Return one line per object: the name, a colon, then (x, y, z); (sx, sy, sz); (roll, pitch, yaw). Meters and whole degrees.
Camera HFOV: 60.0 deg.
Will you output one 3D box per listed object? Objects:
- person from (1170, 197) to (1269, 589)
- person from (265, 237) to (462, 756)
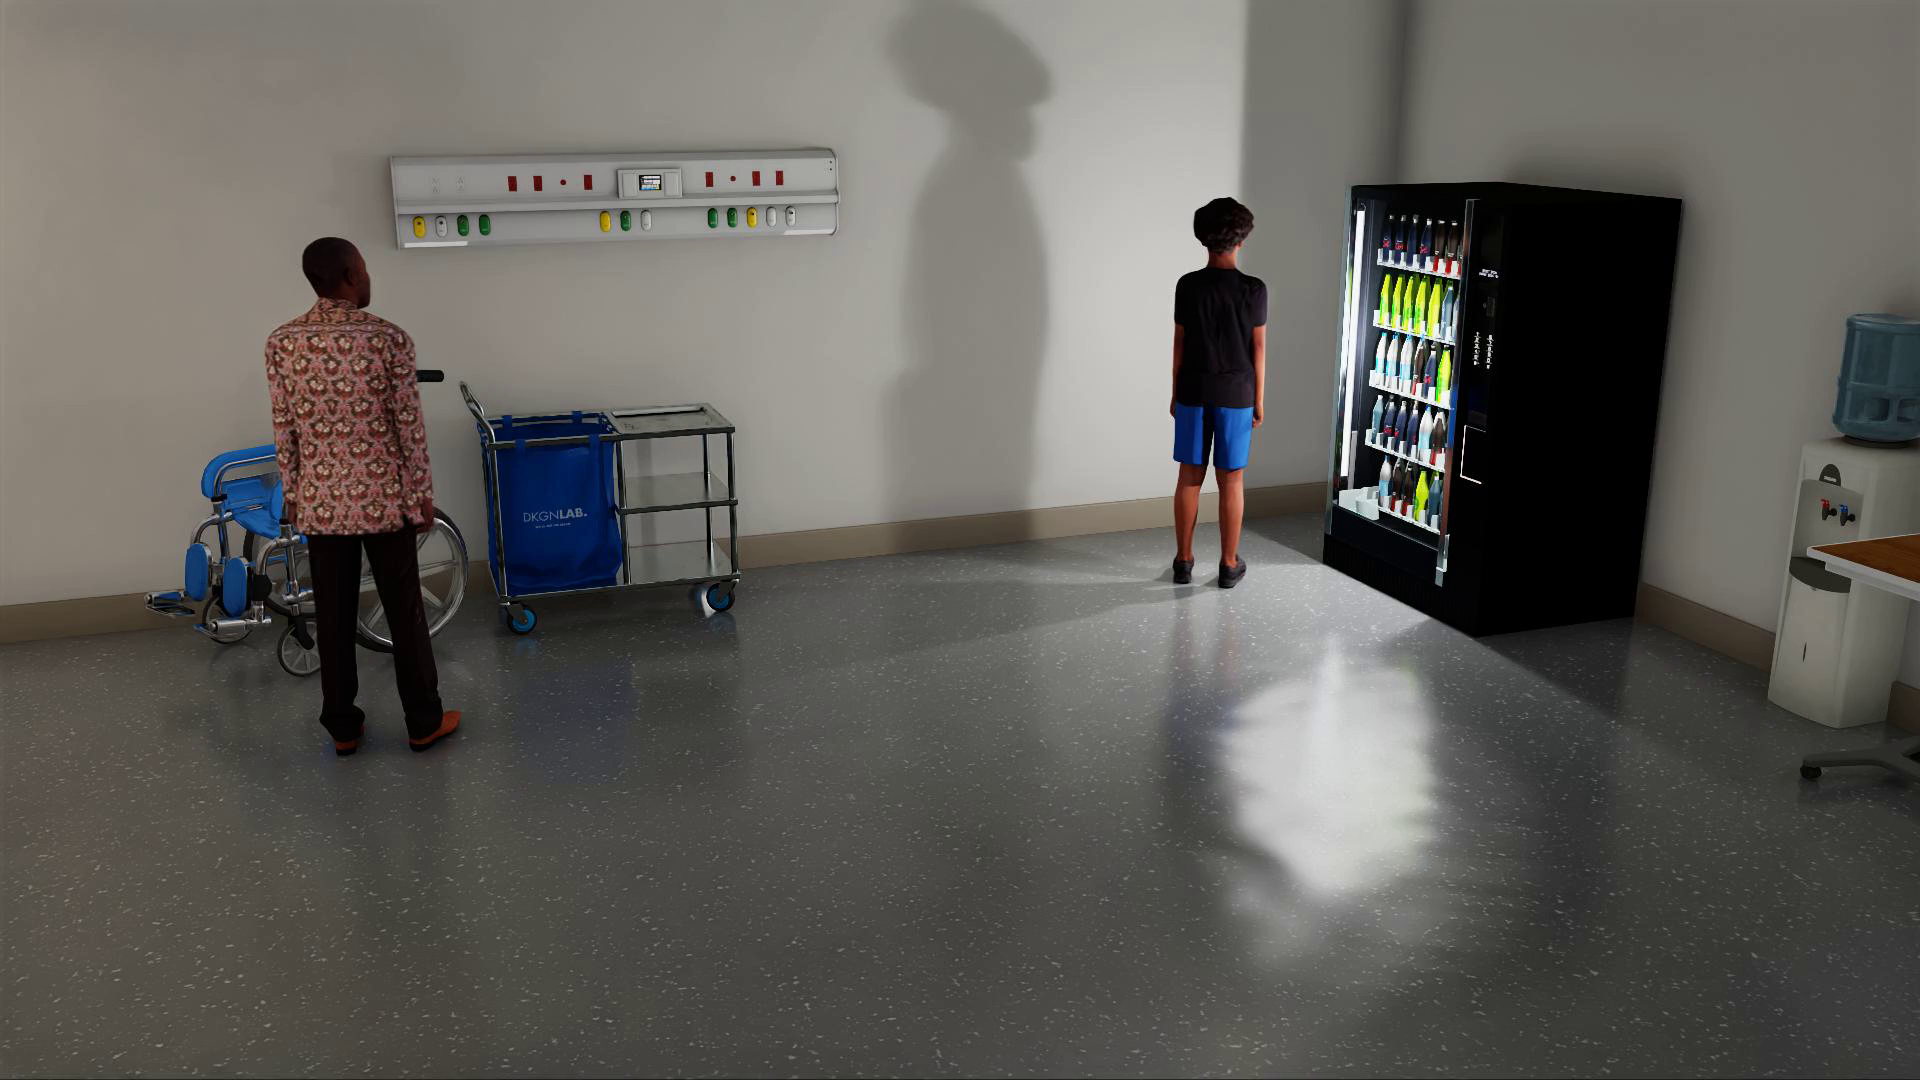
person: (1.185, -0.675, 7.719); (0.683, 1.790, 0.720); (5, 16, 16)
person: (-2.094, -0.139, 5.785); (0.743, 1.807, 0.707); (0, 16, -1)
